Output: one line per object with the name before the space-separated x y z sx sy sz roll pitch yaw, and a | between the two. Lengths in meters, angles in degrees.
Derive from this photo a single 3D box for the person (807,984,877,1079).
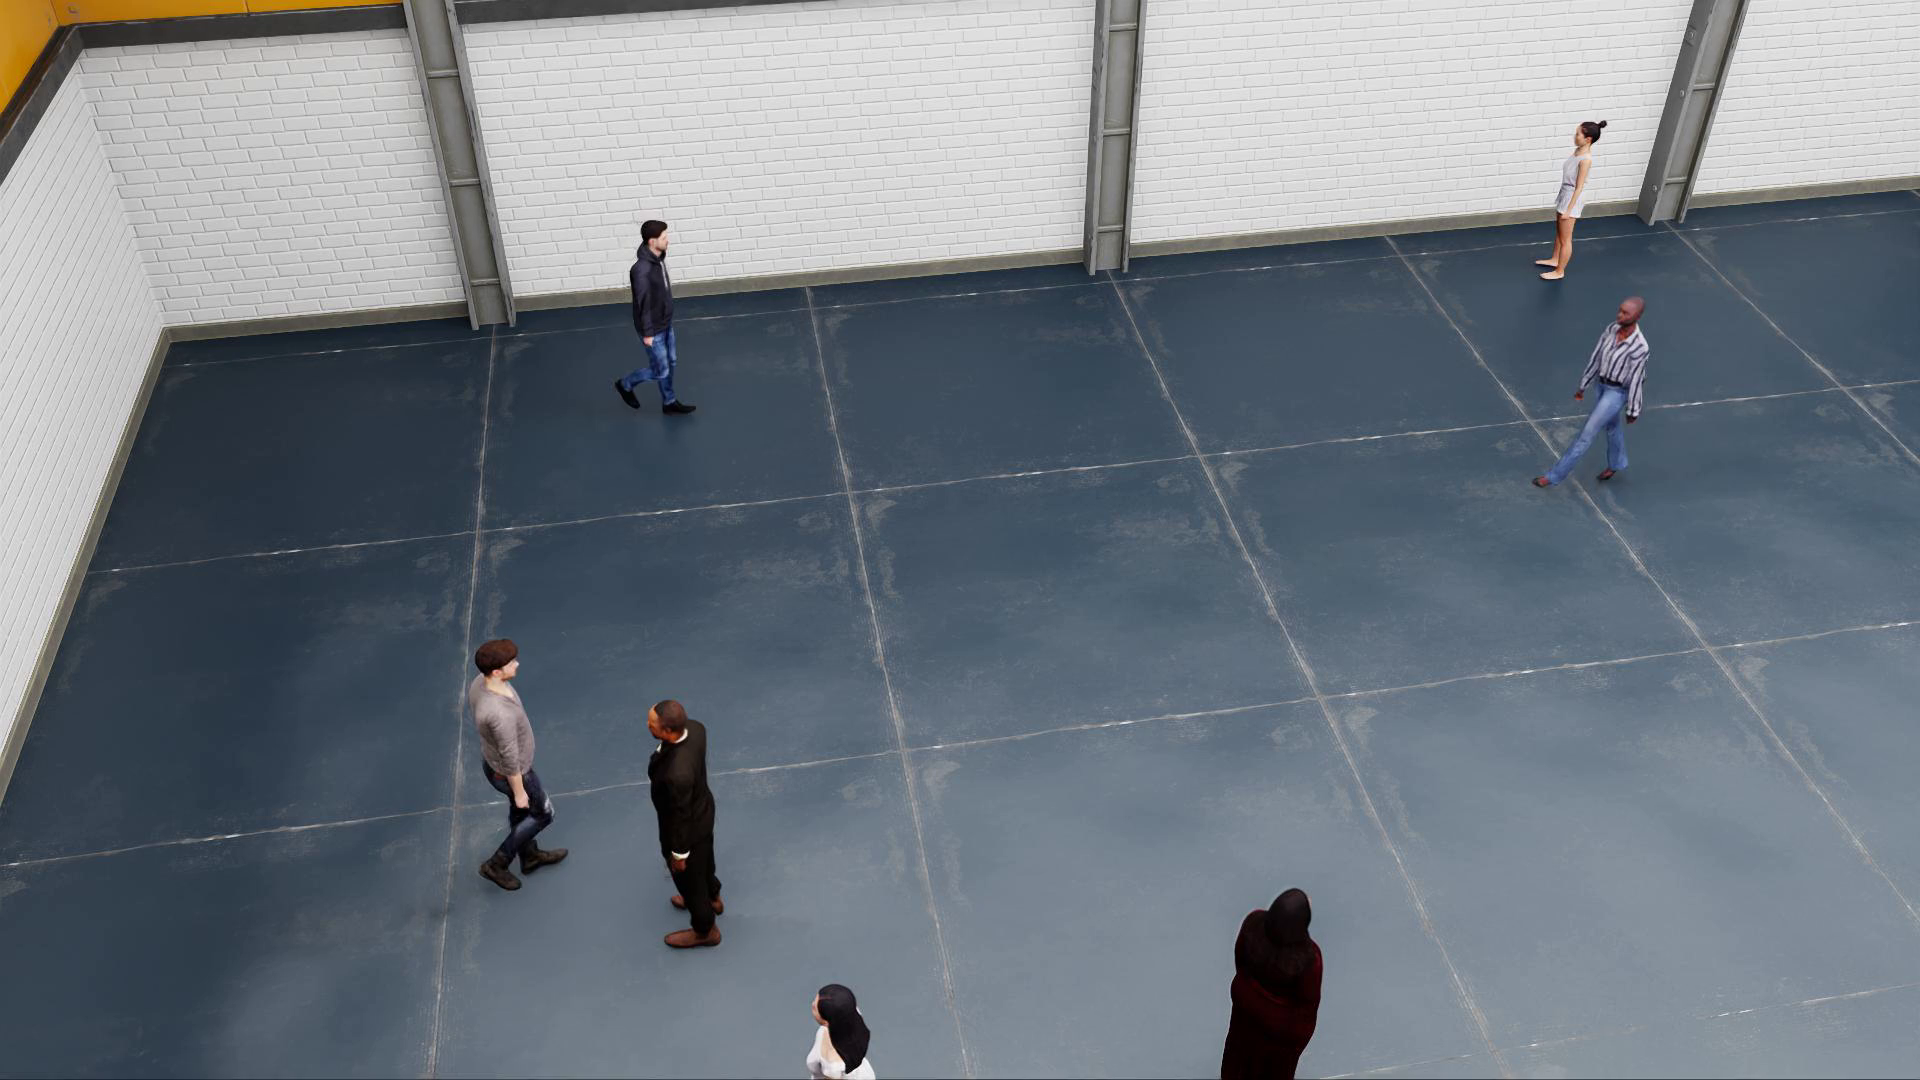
person | -0.590 2.800 8.325 0.763 1.775 0.746 8 39 10

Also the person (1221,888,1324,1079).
person | 1.645 2.449 8.778 0.794 1.757 0.772 -31 48 -32

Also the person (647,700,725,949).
person | -1.574 1.642 9.670 0.697 1.905 0.742 2 39 2

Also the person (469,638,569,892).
person | -2.787 1.383 10.007 0.900 1.889 0.812 -17 41 -20

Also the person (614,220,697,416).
person | -2.668 -1.841 14.058 1.020 1.872 0.856 5 39 7

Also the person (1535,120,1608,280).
person | 5.918 -3.312 16.091 0.614 1.632 0.621 4 39 5

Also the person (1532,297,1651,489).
person | 5.270 -1.153 13.297 1.176 1.746 0.729 -10 40 -12
